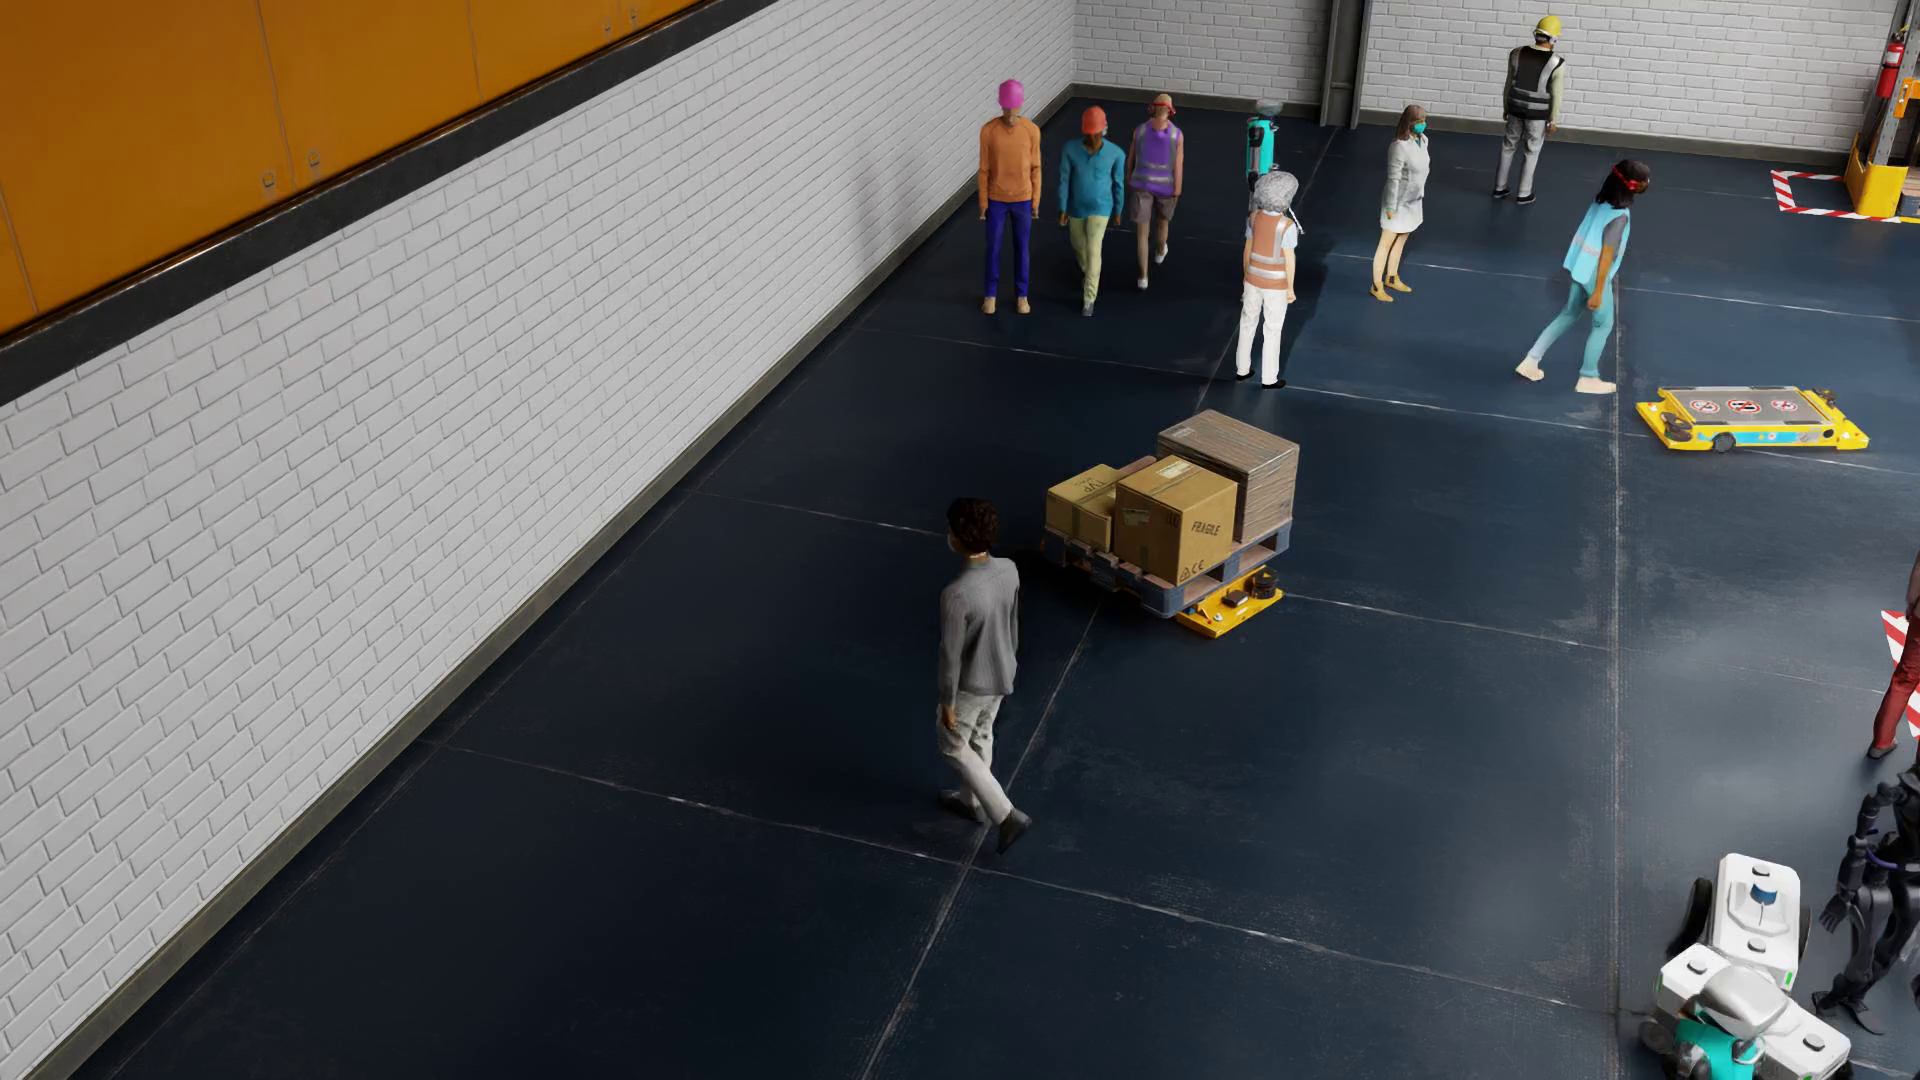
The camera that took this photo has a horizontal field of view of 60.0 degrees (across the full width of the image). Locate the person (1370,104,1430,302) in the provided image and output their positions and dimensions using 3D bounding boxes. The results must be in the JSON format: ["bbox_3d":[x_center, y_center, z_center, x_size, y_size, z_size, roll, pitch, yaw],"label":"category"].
[{"bbox_3d":[3.767,-2.861,14.116,0.335,1.658,0.496,26,39,37],"label":"person"}]

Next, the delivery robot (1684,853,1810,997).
[{"bbox_3d":[3.505,1.743,7.371,0.499,0.587,0.788,13,33,21],"label":"delivery robot"}]

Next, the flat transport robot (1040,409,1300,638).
[{"bbox_3d":[1.243,0.147,10.376,0.659,0.231,1.431,-26,39,-37],"label":"flat transport robot"}]

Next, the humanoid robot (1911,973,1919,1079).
[{"bbox_3d":[3.795,1.746,6.278,0.607,1.634,0.603,4,31,7],"label":"humanoid robot"}]

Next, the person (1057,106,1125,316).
[{"bbox_3d":[1.103,-2.842,14.034,0.545,1.715,0.802,9,32,16],"label":"person"}]

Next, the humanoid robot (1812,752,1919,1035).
[{"bbox_3d":[3.870,1.407,6.843,0.589,1.649,0.338,-2,31,-4],"label":"humanoid robot"}]

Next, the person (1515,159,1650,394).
[{"bbox_3d":[4.682,-1.970,12.435,0.729,1.835,0.548,-1,30,-2],"label":"person"}]

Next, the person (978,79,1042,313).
[{"bbox_3d":[0.416,-2.831,13.764,0.526,1.975,0.423,1,30,1],"label":"person"}]

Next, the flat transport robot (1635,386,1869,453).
[{"bbox_3d":[5.766,-0.882,12.127,1.431,0.231,0.659,0,30,-1],"label":"flat transport robot"}]

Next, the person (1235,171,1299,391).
[{"bbox_3d":[2.323,-1.949,12.535,0.455,1.688,0.302,26,39,37],"label":"person"}]

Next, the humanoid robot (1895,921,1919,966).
[{"bbox_3d":[4.298,1.285,7.018,0.530,1.795,0.805,16,34,26],"label":"humanoid robot"}]

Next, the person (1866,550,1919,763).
[{"bbox_3d":[5.029,0.434,8.419,0.331,1.759,0.523,-14,33,-23],"label":"person"}]

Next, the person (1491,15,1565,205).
[{"bbox_3d":[5.566,-4.183,16.216,0.600,1.819,0.403,26,39,37],"label":"person"}]

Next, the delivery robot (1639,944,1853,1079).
[{"bbox_3d":[3.267,2.055,6.862,0.499,0.609,0.784,-21,36,-31],"label":"delivery robot"}]

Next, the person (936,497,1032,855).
[{"bbox_3d":[0.120,0.665,7.908,0.538,1.879,0.619,-27,40,-37],"label":"person"}]

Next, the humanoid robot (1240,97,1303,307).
[{"bbox_3d":[2.695,-2.742,13.954,0.718,1.885,0.572,9,32,16],"label":"humanoid robot"}]

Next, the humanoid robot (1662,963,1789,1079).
[{"bbox_3d":[2.550,2.167,5.410,0.540,1.726,0.684,-26,39,-36],"label":"humanoid robot"}]

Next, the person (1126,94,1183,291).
[{"bbox_3d":[1.688,-3.068,14.485,0.480,1.640,0.920,4,31,6],"label":"person"}]
